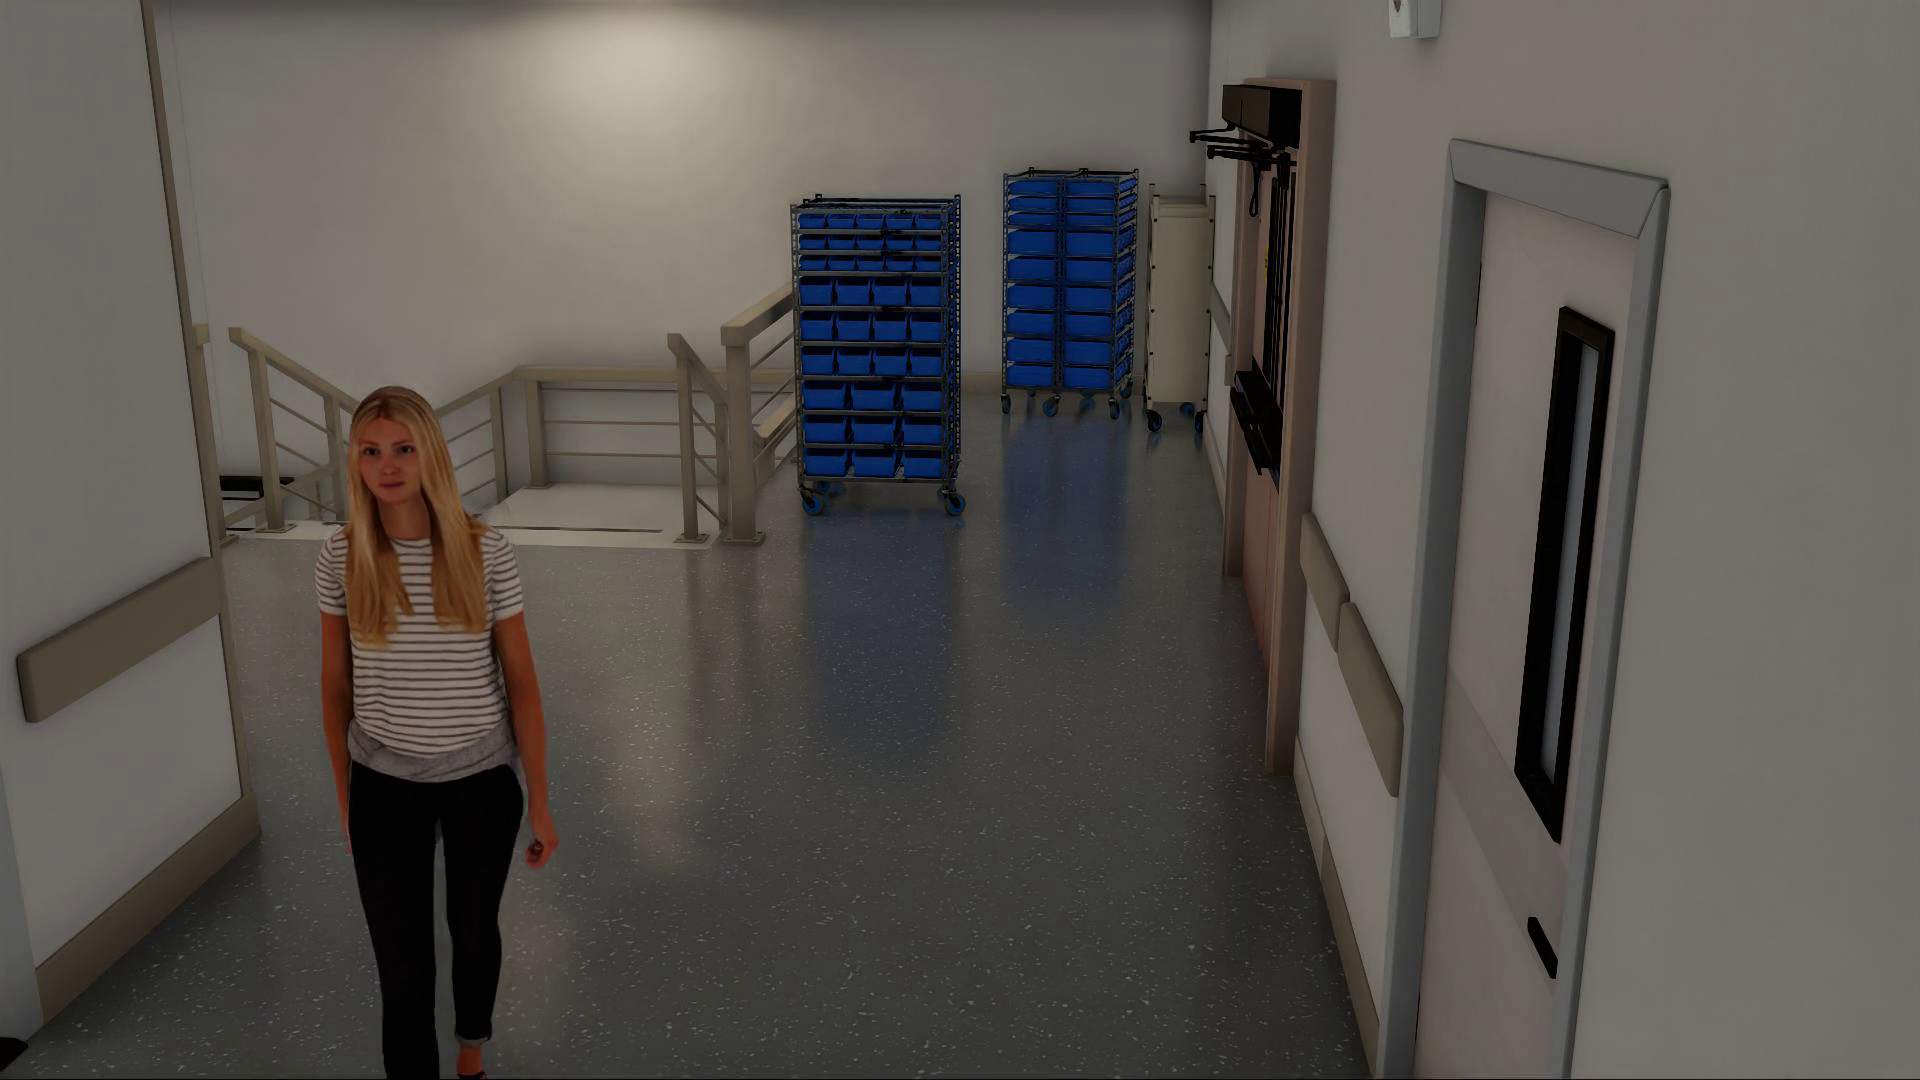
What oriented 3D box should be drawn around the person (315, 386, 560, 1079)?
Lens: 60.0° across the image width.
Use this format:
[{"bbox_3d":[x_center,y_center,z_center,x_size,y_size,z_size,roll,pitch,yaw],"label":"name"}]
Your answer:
[{"bbox_3d":[-1.167,0.547,3.740,0.884,1.796,1.116,-6,17,-19],"label":"person"}]
